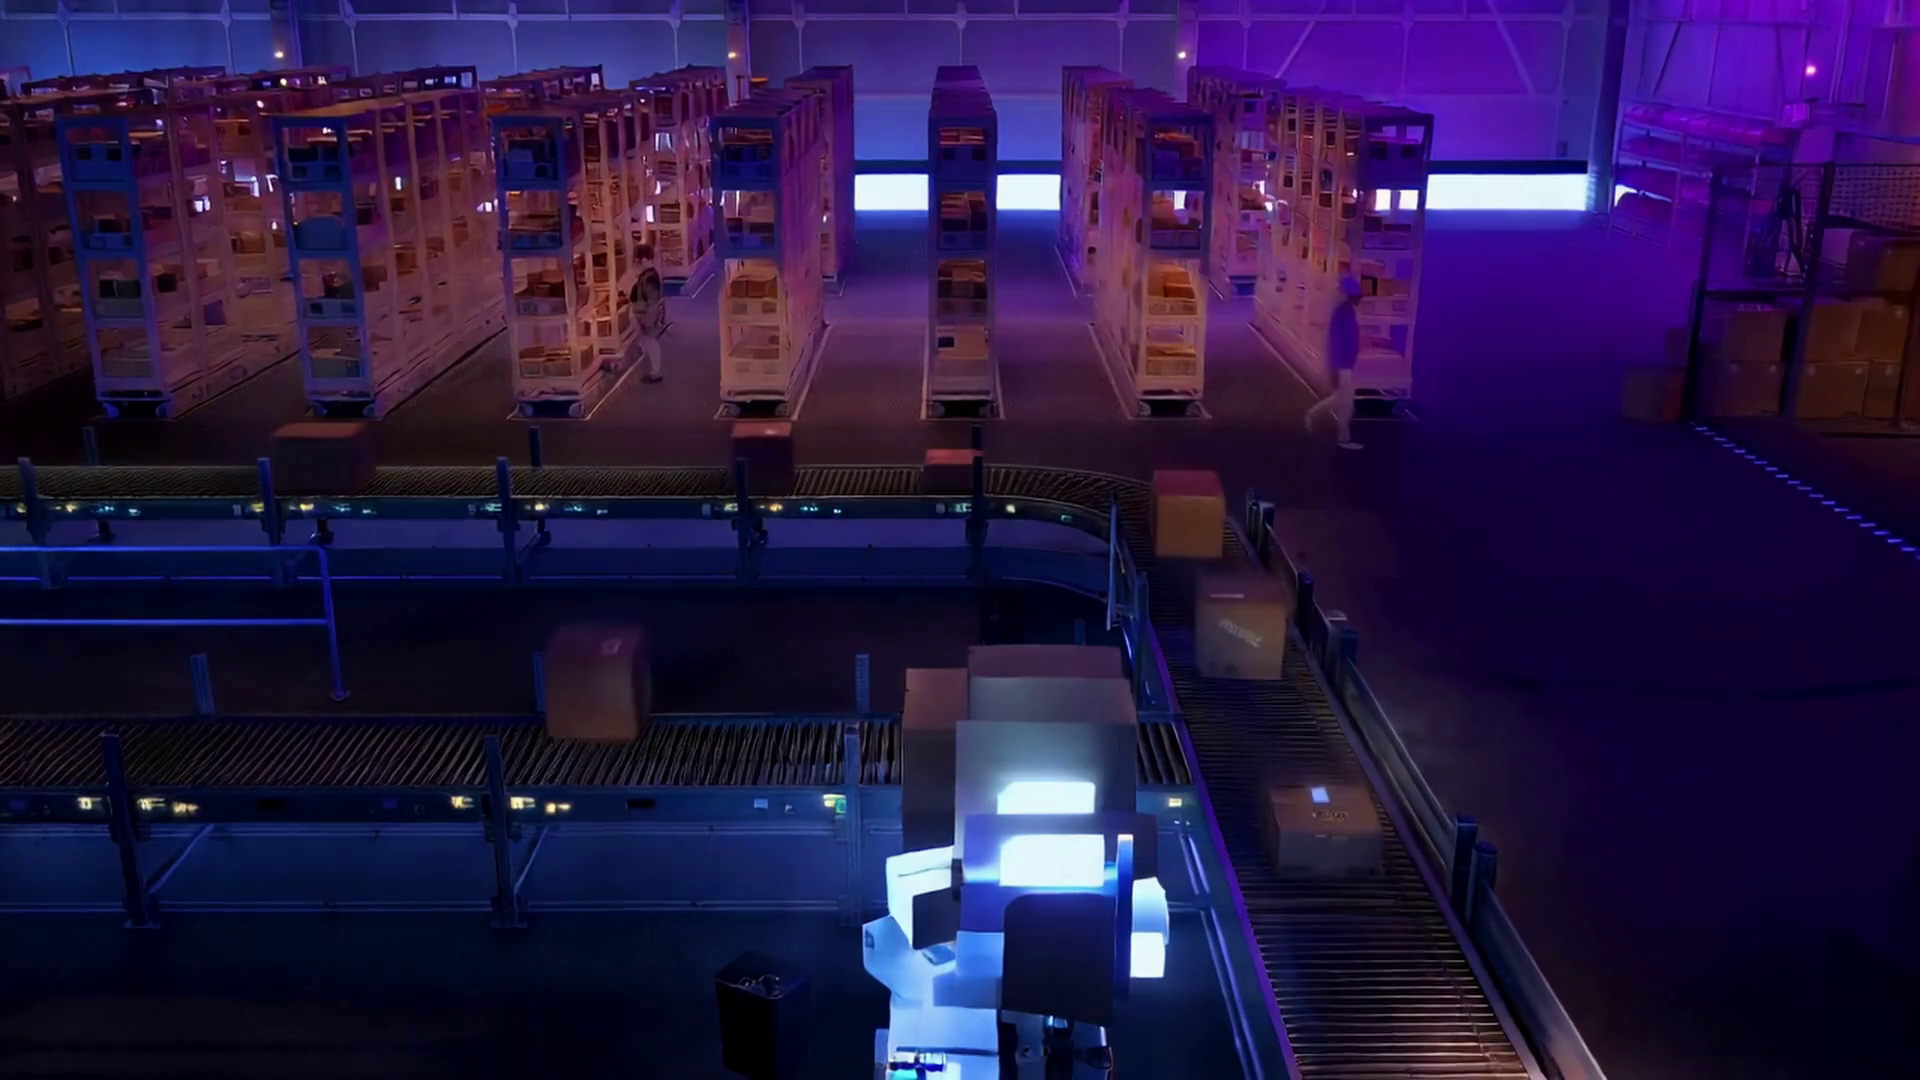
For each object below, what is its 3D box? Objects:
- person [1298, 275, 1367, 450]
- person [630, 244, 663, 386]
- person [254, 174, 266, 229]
[{"bbox_3d":[4.210,-1.984,18.562,0.670,1.969,0.621,5,19,15],"label":"person"},{"bbox_3d":[-4.095,-2.949,21.748,0.404,1.836,0.600,-7,19,-20],"label":"person"},{"bbox_3d":[-14.125,-6.819,33.663,0.375,1.837,0.570,-3,18,-10],"label":"person"}]
